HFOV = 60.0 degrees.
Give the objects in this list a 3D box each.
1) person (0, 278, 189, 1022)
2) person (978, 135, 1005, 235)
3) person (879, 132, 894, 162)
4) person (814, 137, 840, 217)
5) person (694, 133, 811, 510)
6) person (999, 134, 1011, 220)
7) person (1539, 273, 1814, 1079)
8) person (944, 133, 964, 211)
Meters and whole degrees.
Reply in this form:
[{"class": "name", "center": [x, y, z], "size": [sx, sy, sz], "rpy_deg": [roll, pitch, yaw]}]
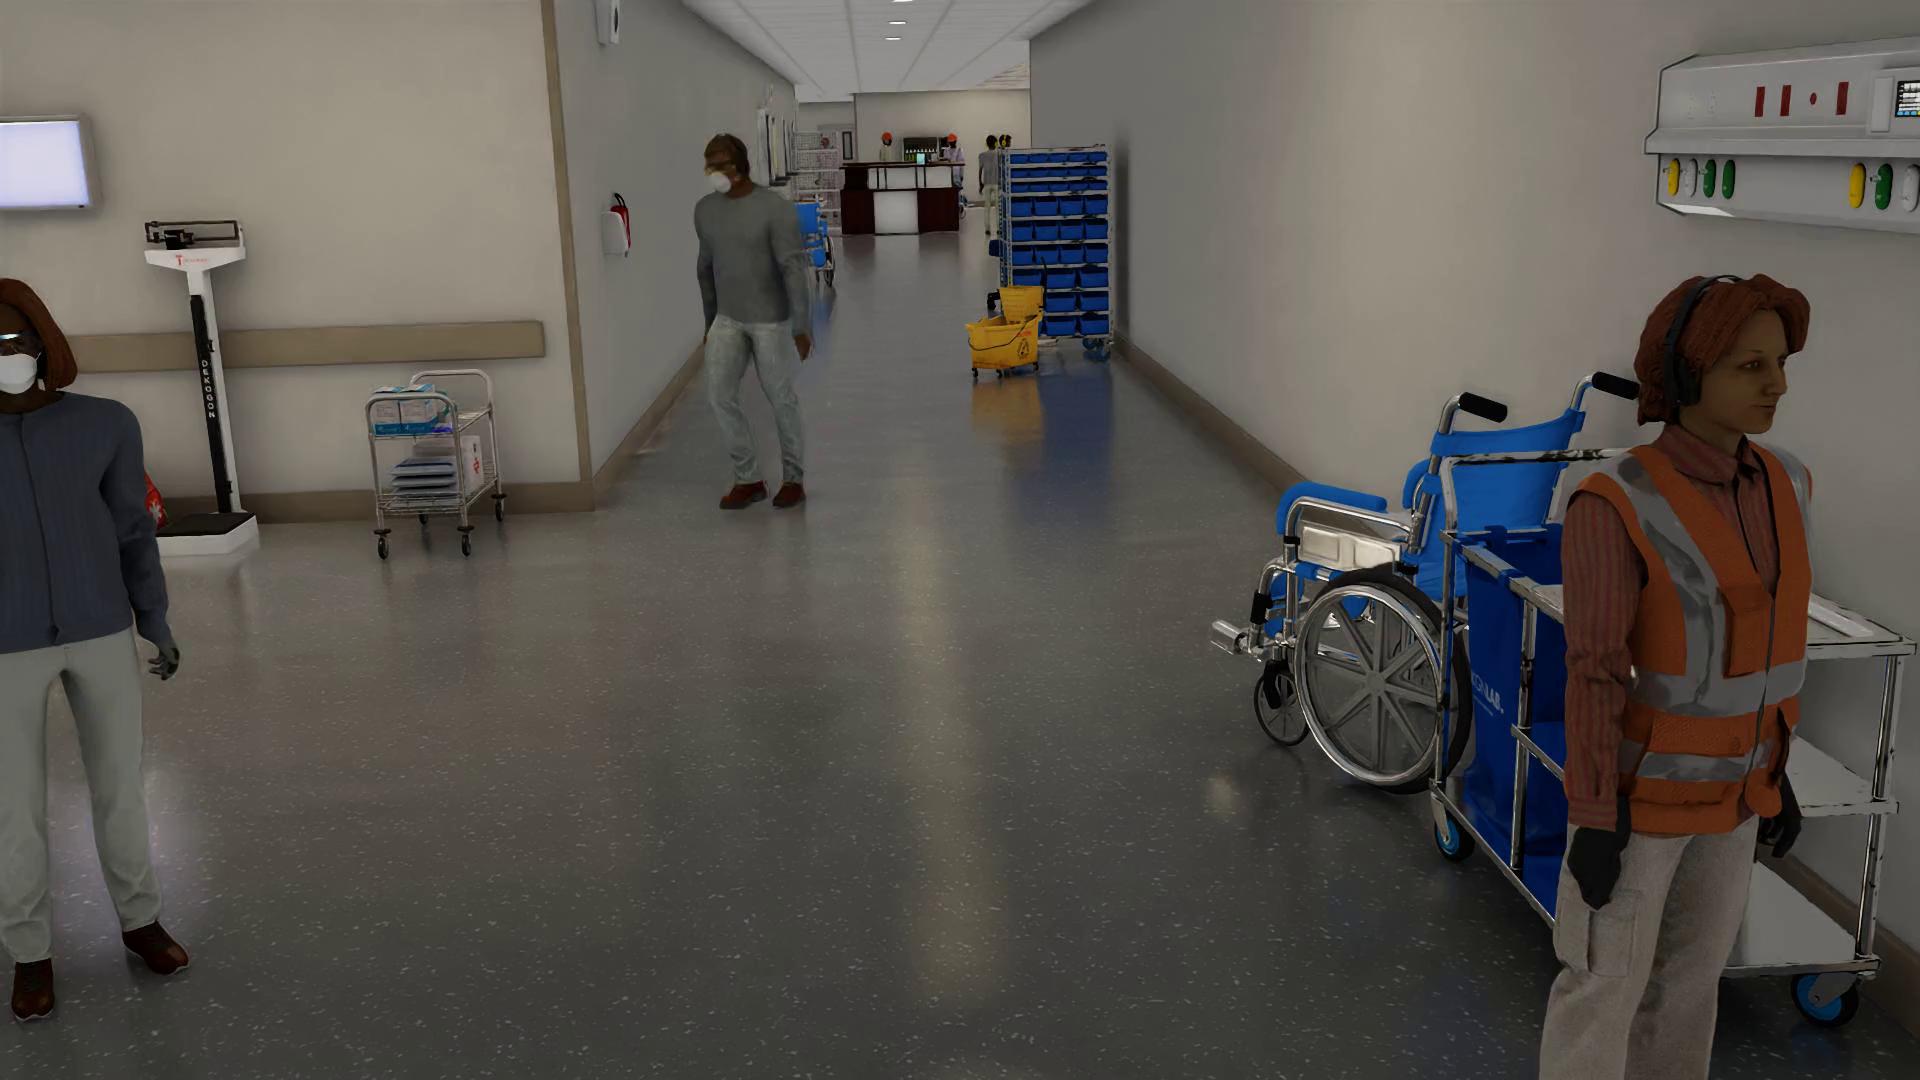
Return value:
[{"class": "person", "center": [-2.012, 0.238, 3.692], "size": [0.507, 1.632, 0.268], "rpy_deg": [-13, 18, -40]}, {"class": "person", "center": [0.606, -6.666, 31.279], "size": [0.534, 1.864, 0.310], "rpy_deg": [2, 14, 15]}, {"class": "person", "center": [-1.738, -8.778, 39.959], "size": [0.386, 1.992, 0.624], "rpy_deg": [-7, 15, -20]}, {"class": "person", "center": [-3.235, -8.805, 40.428], "size": [0.639, 1.910, 0.406], "rpy_deg": [-7, 15, -22]}, {"class": "person", "center": [-1.058, -1.080, 8.422], "size": [0.749, 1.902, 0.678], "rpy_deg": [6, 16, 28]}, {"class": "person", "center": [0.874, -6.889, 32.165], "size": [0.328, 1.865, 0.508], "rpy_deg": [-1, 14, 2]}, {"class": "person", "center": [1.121, 0.409, 2.606], "size": [0.513, 1.641, 0.309], "rpy_deg": [-10, 16, -31]}, {"class": "person", "center": [-0.154, -8.943, 40.593], "size": [0.545, 1.929, 0.390], "rpy_deg": [6, 15, 27]}]
